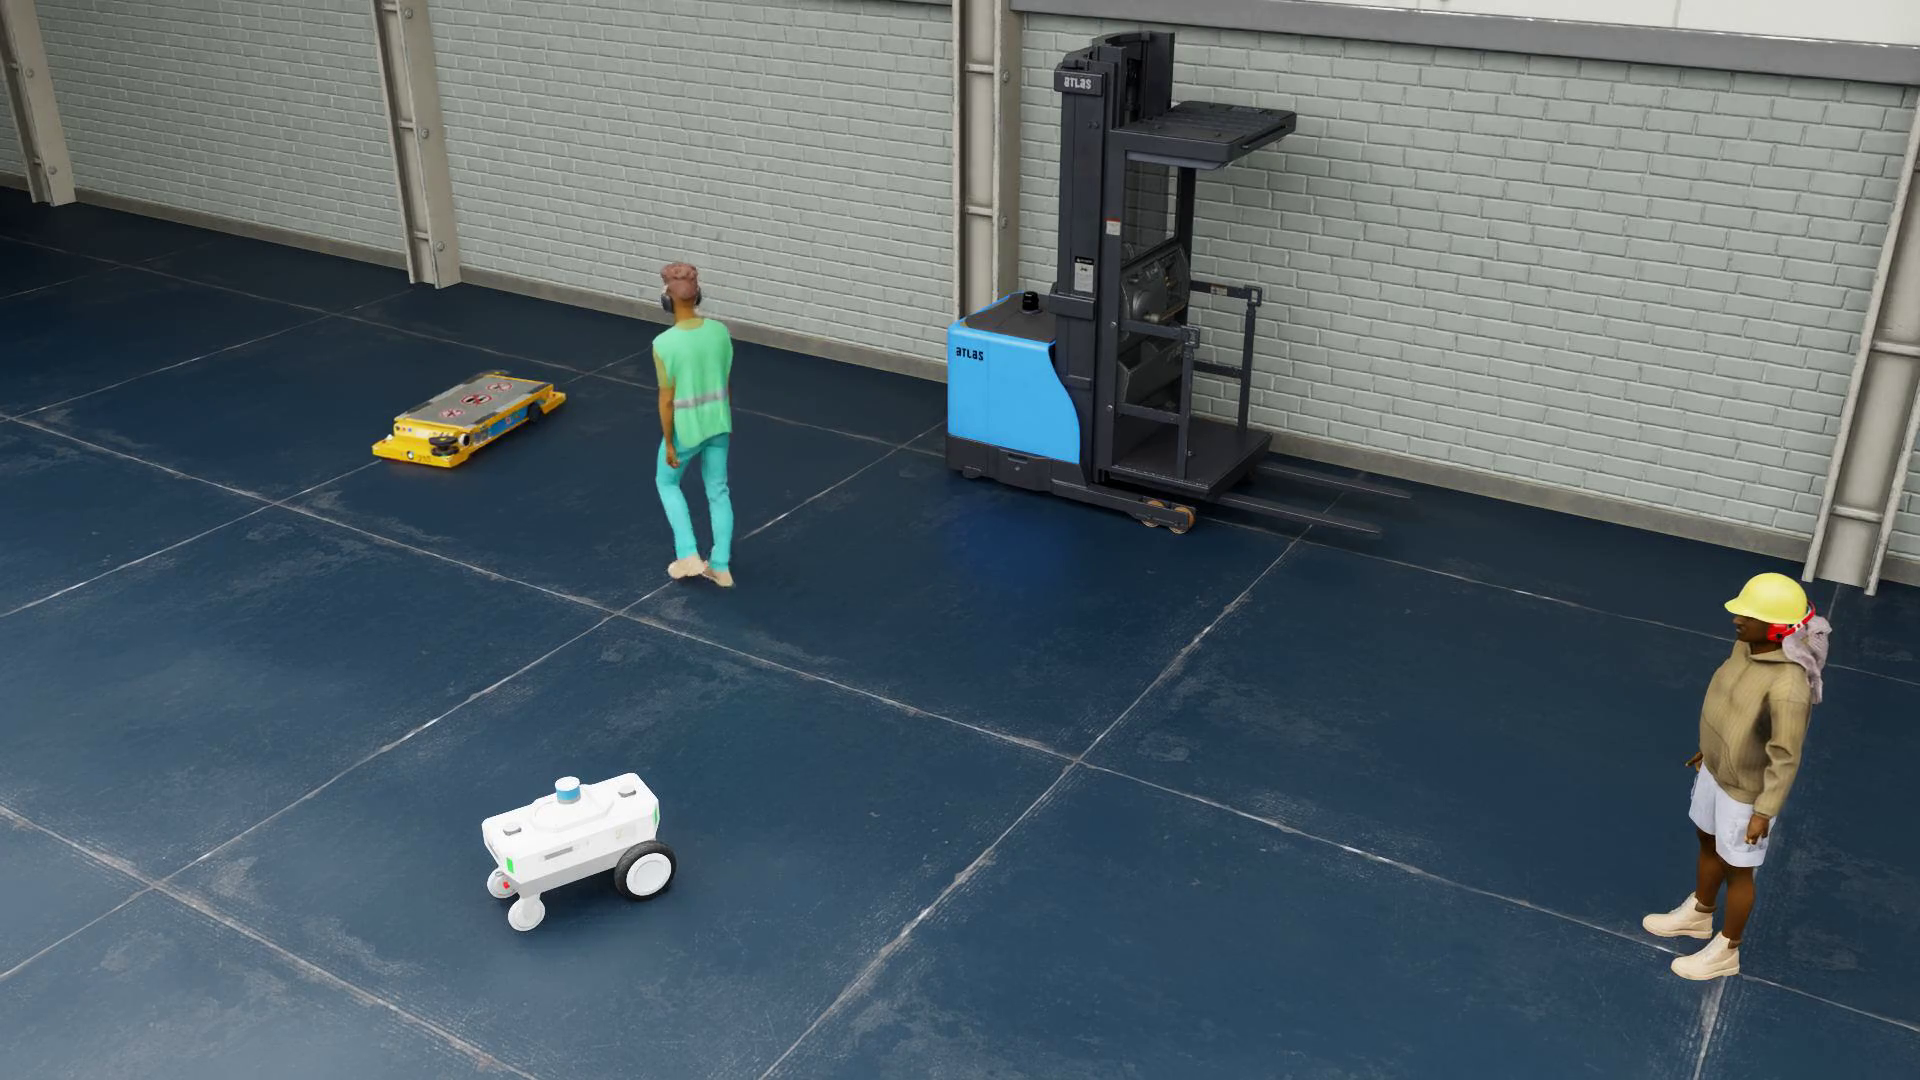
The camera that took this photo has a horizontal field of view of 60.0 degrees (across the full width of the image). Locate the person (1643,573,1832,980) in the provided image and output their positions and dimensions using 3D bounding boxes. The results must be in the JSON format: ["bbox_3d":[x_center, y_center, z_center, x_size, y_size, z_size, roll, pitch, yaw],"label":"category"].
[{"bbox_3d":[3.077,0.930,6.540,0.404,1.761,0.553,-1,25,-1],"label":"person"}]

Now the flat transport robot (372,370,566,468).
[{"bbox_3d":[-3.565,-0.898,12.158,0.659,0.231,1.431,10,27,19],"label":"flat transport robot"}]

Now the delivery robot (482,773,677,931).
[{"bbox_3d":[-1.663,1.293,7.173,0.766,0.580,0.499,-16,29,-29],"label":"delivery robot"}]

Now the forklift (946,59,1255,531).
[{"bbox_3d":[0.933,-1.707,10.833,1.873,2.768,1.129,15,29,28],"label":"forklift"}]

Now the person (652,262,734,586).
[{"bbox_3d":[-1.533,-0.651,9.662,0.507,1.965,0.508,-17,30,-31],"label":"person"}]
